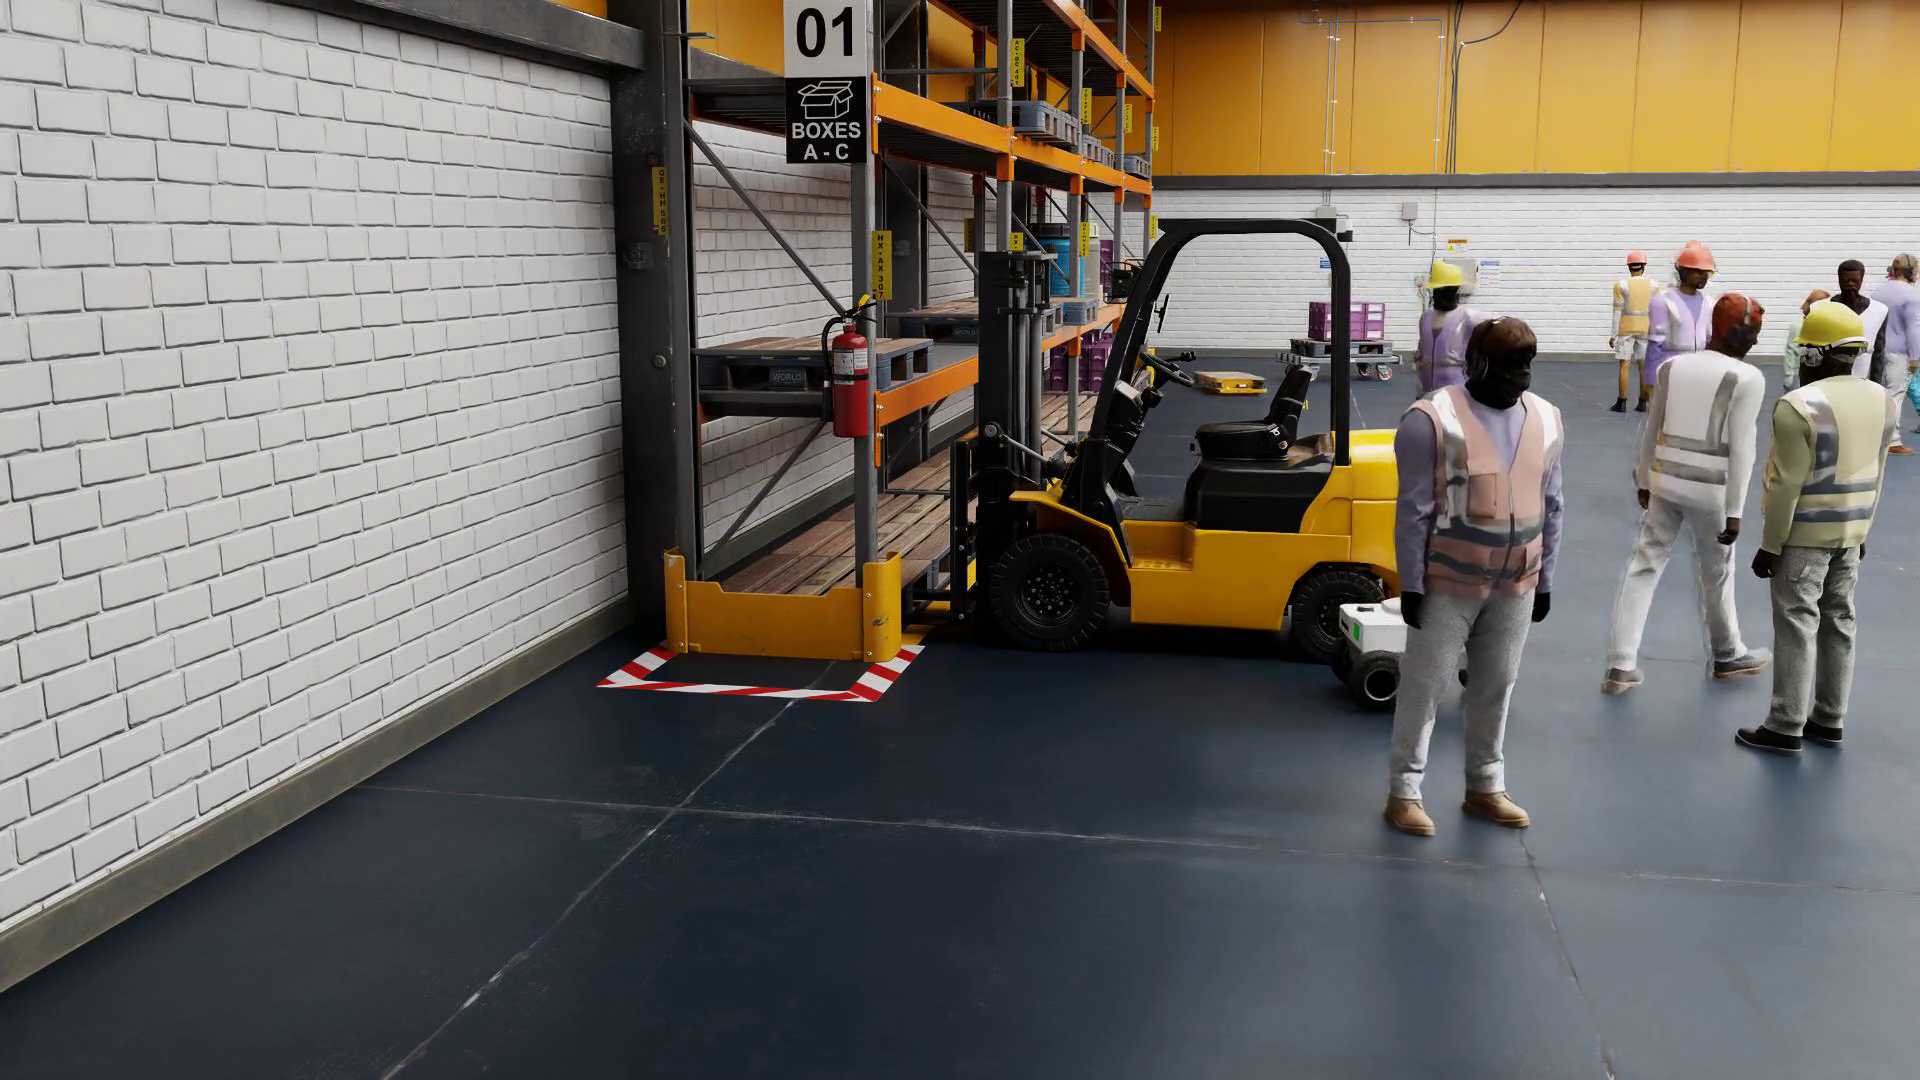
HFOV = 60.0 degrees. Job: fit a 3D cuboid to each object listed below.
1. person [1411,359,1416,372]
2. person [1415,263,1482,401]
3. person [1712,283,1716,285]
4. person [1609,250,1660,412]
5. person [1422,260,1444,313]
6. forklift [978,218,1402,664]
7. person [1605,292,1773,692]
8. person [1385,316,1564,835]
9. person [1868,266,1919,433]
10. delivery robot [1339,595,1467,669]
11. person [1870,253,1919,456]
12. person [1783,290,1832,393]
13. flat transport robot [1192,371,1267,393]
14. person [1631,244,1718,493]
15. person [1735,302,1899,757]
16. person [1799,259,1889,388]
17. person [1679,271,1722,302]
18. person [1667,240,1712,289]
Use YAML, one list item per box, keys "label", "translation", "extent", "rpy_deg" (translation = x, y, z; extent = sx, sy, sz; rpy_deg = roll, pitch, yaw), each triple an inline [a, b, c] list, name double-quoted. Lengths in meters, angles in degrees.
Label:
- label: "person"
  translation: [7.370, -3.379, 25.569]
  extent: [0.848, 1.638, 0.545]
  rpy_deg: [3, 11, 17]
- label: "person"
  translation: [3.761, -1.166, 12.740]
  extent: [0.812, 1.903, 0.596]
  rpy_deg: [-6, 12, -29]
- label: "person"
  translation: [11.467, -3.399, 25.681]
  extent: [0.515, 1.640, 0.315]
  rpy_deg: [-5, 12, -26]
- label: "person"
  translation: [8.040, -2.486, 19.872]
  extent: [0.543, 1.932, 0.376]
  rpy_deg: [1, 10, 4]
- label: "person"
  translation: [7.152, -3.306, 24.901]
  extent: [0.485, 1.739, 0.304]
  rpy_deg: [1, 10, 4]
- label: "forklift"
  translation: [1.285, -0.567, 8.635]
  extent: [2.313, 2.155, 1.214]
  rpy_deg: [2, 11, 11]
- label: "person"
  translation: [3.398, -0.209, 7.696]
  extent: [0.940, 1.816, 0.709]
  rpy_deg: [-6, 12, -31]
- label: "person"
  translation: [1.800, 0.140, 5.802]
  extent: [0.635, 1.830, 0.432]
  rpy_deg: [-2, 11, -13]
- label: "person"
  translation: [10.060, -2.042, 17.827]
  extent: [0.591, 1.801, 0.982]
  rpy_deg: [-7, 12, -34]
- label: "delivery robot"
  translation: [2.086, 0.412, 7.488]
  extent: [0.707, 0.478, 0.477]
  rpy_deg: [0, 11, 2]
- label: "person"
  translation: [8.966, -1.778, 15.974]
  extent: [0.352, 1.937, 0.635]
  rpy_deg: [-2, 10, -8]
- label: "person"
  translation: [7.884, -1.526, 15.514]
  extent: [0.513, 1.601, 0.447]
  rpy_deg: [-3, 11, -17]
- label: "flat transport robot"
  translation: [3.632, -2.142, 22.543]
  extent: [0.652, 0.197, 1.431]
  rpy_deg: [-1, 10, -8]
- label: "person"
  translation: [5.600, -1.266, 12.926]
  extent: [0.644, 2.031, 0.466]
  rpy_deg: [-4, 11, -20]
- label: "person"
  translation: [3.445, -0.037, 6.718]
  extent: [0.590, 1.833, 0.403]
  rpy_deg: [-5, 11, -24]
- label: "person"
  translation: [6.929, -1.243, 13.095]
  extent: [0.596, 1.916, 0.372]
  rpy_deg: [4, 11, 20]
- label: "person"
  translation: [8.775, -2.438, 19.888]
  extent: [0.539, 1.828, 0.839]
  rpy_deg: [4, 11, 21]
- label: "person"
  translation: [10.792, -3.415, 24.660]
  extent: [0.616, 2.041, 0.377]
  rpy_deg: [3, 11, 18]
